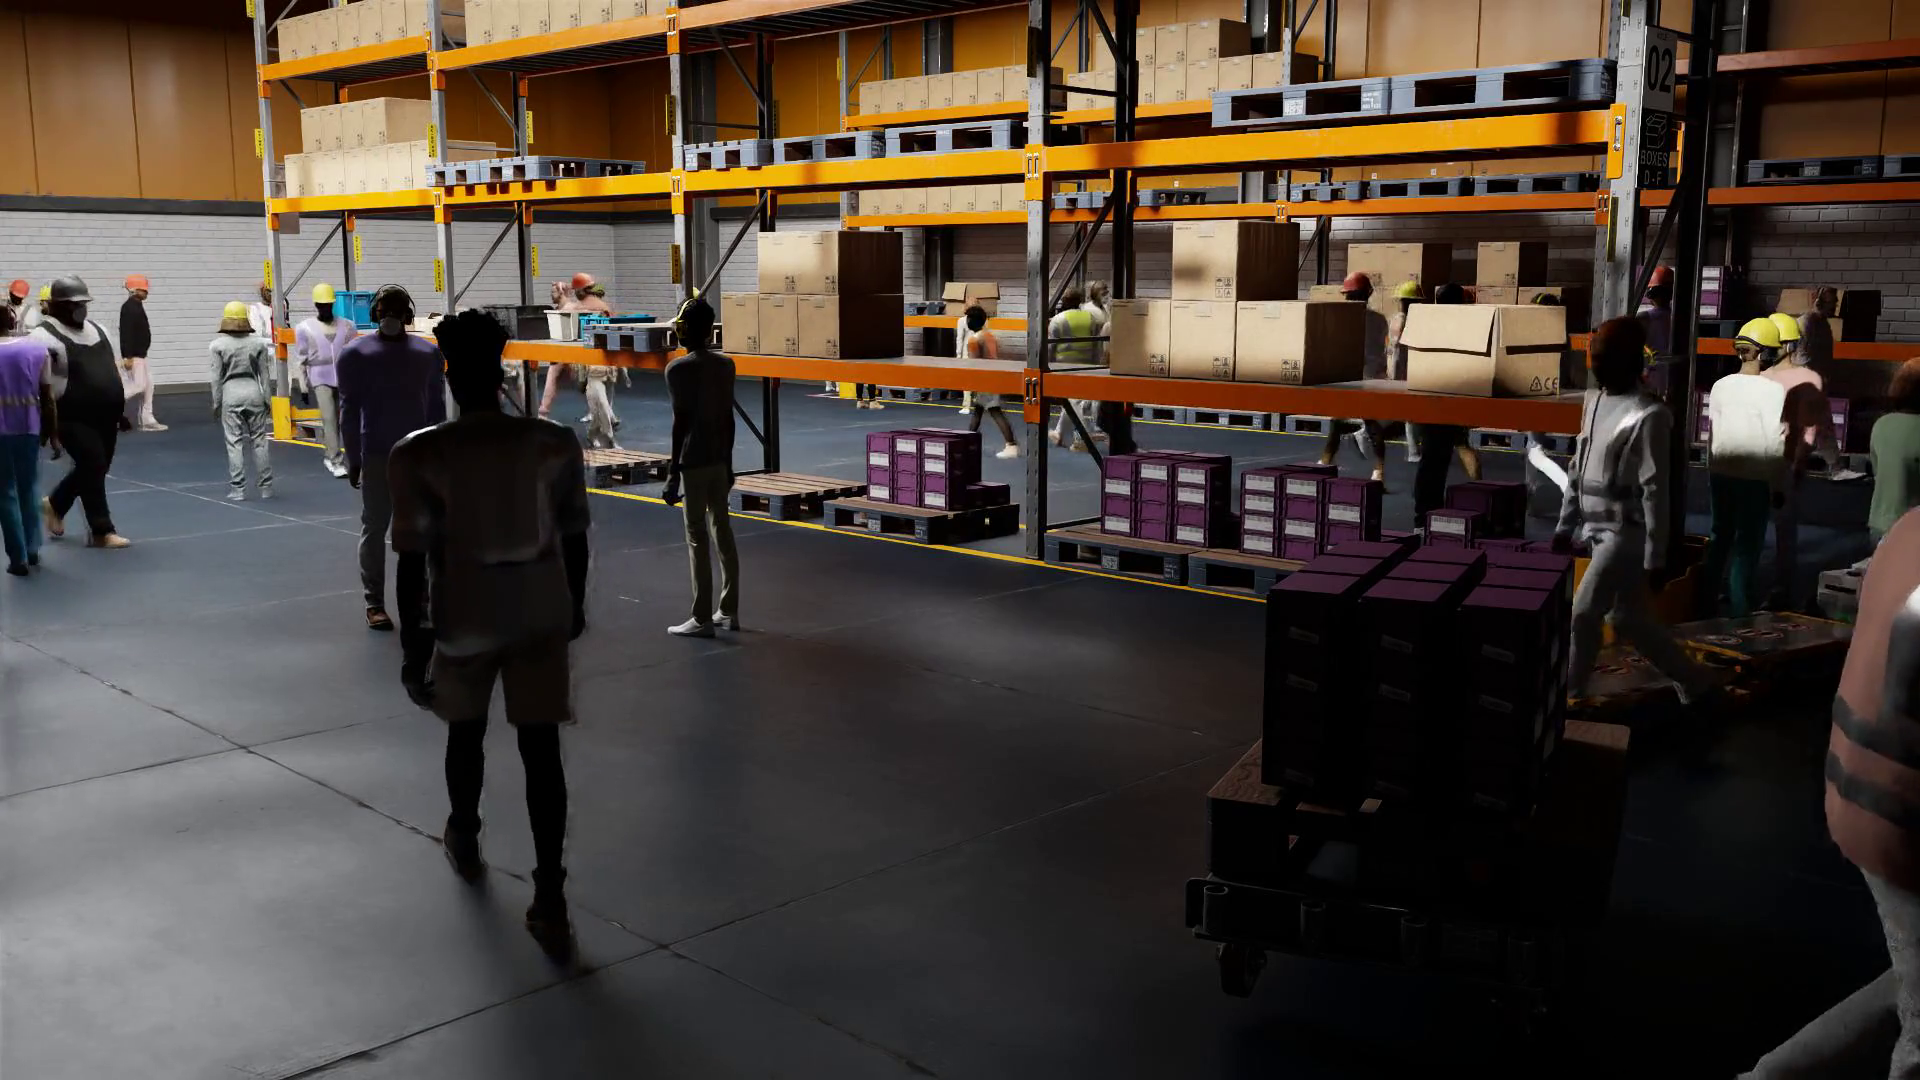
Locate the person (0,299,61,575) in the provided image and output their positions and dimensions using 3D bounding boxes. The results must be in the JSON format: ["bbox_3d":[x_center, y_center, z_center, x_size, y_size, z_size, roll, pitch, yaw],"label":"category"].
[{"bbox_3d":[-6.364,-0.690,11.070,0.642,1.826,0.596,9,13,44],"label":"person"}]

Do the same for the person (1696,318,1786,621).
[{"bbox_3d":[4.317,-0.334,9.137,0.340,1.760,0.530,-2,10,-14],"label":"person"}]

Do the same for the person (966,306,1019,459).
[{"bbox_3d":[0.248,-1.694,17.861,0.940,1.621,0.541,4,10,24],"label":"person"}]

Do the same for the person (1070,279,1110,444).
[{"bbox_3d":[1.527,-2.069,19.313,0.664,1.915,0.644,6,11,31],"label":"person"}]

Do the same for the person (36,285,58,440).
[{"bbox_3d":[-10.627,-2.078,19.602,0.404,1.829,0.601,-5,10,-26],"label":"person"}]

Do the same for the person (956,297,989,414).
[{"bbox_3d":[0.180,-2.572,23.248,0.502,1.627,0.270,-5,10,-27],"label":"person"}]

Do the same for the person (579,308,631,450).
[{"bbox_3d":[-4.027,-1.800,18.604,0.856,1.601,0.524,9,13,43],"label":"person"}]

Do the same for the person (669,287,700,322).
[{"bbox_3d":[-2.782,-1.716,17.377,0.602,1.828,0.404,-9,13,-44],"label":"person"}]

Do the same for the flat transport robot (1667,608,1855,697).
[{"bbox_3d":[4.006,0.545,8.281,1.431,0.197,0.652,-5,11,-29],"label":"flat transport robot"}]

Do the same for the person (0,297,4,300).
[{"bbox_3d":[-14.046,-2.848,24.075,0.407,1.913,0.641,1,9,4],"label":"person"}]

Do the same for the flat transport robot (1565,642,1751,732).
[{"bbox_3d":[2.842,0.683,7.436,1.431,0.197,0.652,-7,11,-35],"label":"flat transport robot"}]

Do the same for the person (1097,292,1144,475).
[{"bbox_3d":[1.566,-1.497,16.030,0.538,1.834,0.534,-9,13,-43],"label":"person"}]

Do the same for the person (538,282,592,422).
[{"bbox_3d":[-5.225,-2.471,21.928,0.999,1.858,0.638,-4,10,-25],"label":"person"}]

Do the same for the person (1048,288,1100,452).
[{"bbox_3d":[1.186,-1.896,18.549,0.639,1.797,0.947,-6,11,-31],"label":"person"}]

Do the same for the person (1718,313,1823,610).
[{"bbox_3d":[4.827,-0.462,9.902,0.347,1.766,0.534,-5,11,-30],"label":"person"}]

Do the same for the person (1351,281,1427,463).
[{"bbox_3d":[4.565,-1.748,17.361,0.839,1.902,0.594,3,10,17],"label":"person"}]

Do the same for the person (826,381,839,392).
[{"bbox_3d":[-2.064,-3.267,27.488,0.499,1.633,0.286,7,12,38],"label":"person"}]

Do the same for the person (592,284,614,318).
[{"bbox_3d":[-6.212,-3.528,28.682,0.531,1.767,0.328,-7,12,-37],"label":"person"}]

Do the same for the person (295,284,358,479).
[{"bbox_3d":[-6.178,-1.564,16.311,0.597,1.887,0.980,-7,12,-37],"label":"person"}]

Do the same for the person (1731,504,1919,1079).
[{"bbox_3d":[1.849,0.604,3.209,0.555,1.818,0.659,3,10,16],"label":"person"}]

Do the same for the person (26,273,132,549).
[{"bbox_3d":[-6.488,-0.971,12.163,0.926,2.000,0.679,2,10,15],"label":"person"}]

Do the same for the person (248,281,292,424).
[{"bbox_3d":[-8.947,-2.428,21.652,0.694,1.862,0.577,4,10,23],"label":"person"}]

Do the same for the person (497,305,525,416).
[{"bbox_3d":[-5.309,-1.960,19.562,0.804,1.604,0.509,8,12,41],"label":"person"}]

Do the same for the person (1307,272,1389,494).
[{"bbox_3d":[3.594,-1.446,15.231,0.637,1.985,1.033,-5,10,-27],"label":"person"}]

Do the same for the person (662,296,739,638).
[{"bbox_3d":[-1.436,-0.394,9.147,0.335,1.873,0.521,7,11,36],"label":"person"}]

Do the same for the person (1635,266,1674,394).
[{"bbox_3d":[5.787,-1.247,13.851,0.607,2.044,0.379,-1,9,-8],"label":"person"}]

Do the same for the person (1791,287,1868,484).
[{"bbox_3d":[7.978,-1.426,15.527,0.644,1.848,0.998,-8,12,-41],"label":"person"}]

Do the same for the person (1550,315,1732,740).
[{"bbox_3d":[2.803,-0.011,6.903,0.914,1.844,0.620,0,9,1],"label":"person"}]

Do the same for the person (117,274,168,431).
[{"bbox_3d":[-10.278,-2.307,20.574,0.678,1.966,0.657,-2,10,-14],"label":"person"}]

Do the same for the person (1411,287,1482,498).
[{"bbox_3d":[4.239,-1.208,14.145,0.622,1.878,1.025,-4,10,-24],"label":"person"}]

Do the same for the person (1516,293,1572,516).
[{"bbox_3d":[4.726,-1.056,13.331,0.534,1.835,0.841,-6,11,-32],"label":"person"}]

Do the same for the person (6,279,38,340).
[{"bbox_3d":[-12.616,-2.522,22.187,0.705,1.890,0.370,2,10,14],"label":"person"}]

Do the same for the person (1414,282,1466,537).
[{"bbox_3d":[3.649,-0.970,12.532,0.334,1.920,0.585,7,11,36],"label":"person"}]

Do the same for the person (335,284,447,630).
[{"bbox_3d":[-3.193,-0.475,9.447,0.629,1.937,0.376,-8,12,-41],"label":"person"}]

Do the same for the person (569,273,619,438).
[{"bbox_3d":[-4.422,-2.191,19.850,0.438,1.969,0.631,4,10,25],"label":"person"}]

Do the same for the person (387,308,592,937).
[{"bbox_3d":[-1.444,0.235,5.205,0.615,1.908,1.053,-3,10,-20],"label":"person"}]

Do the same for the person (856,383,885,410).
[{"bbox_3d":[-1.314,-2.715,23.912,0.542,1.695,0.316,9,13,43],"label":"person"}]

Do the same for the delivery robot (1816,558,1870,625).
[{"bbox_3d":[4.926,0.263,8.854,0.707,0.478,0.477,-4,10,-25],"label":"delivery robot"}]

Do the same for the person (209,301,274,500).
[{"bbox_3d":[-6.318,-1.224,14.626,0.492,1.743,0.321,-6,11,-35],"label":"person"}]

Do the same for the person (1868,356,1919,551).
[{"bbox_3d":[4.374,-0.025,7.619,0.373,1.624,0.542,-1,9,-7],"label":"person"}]
